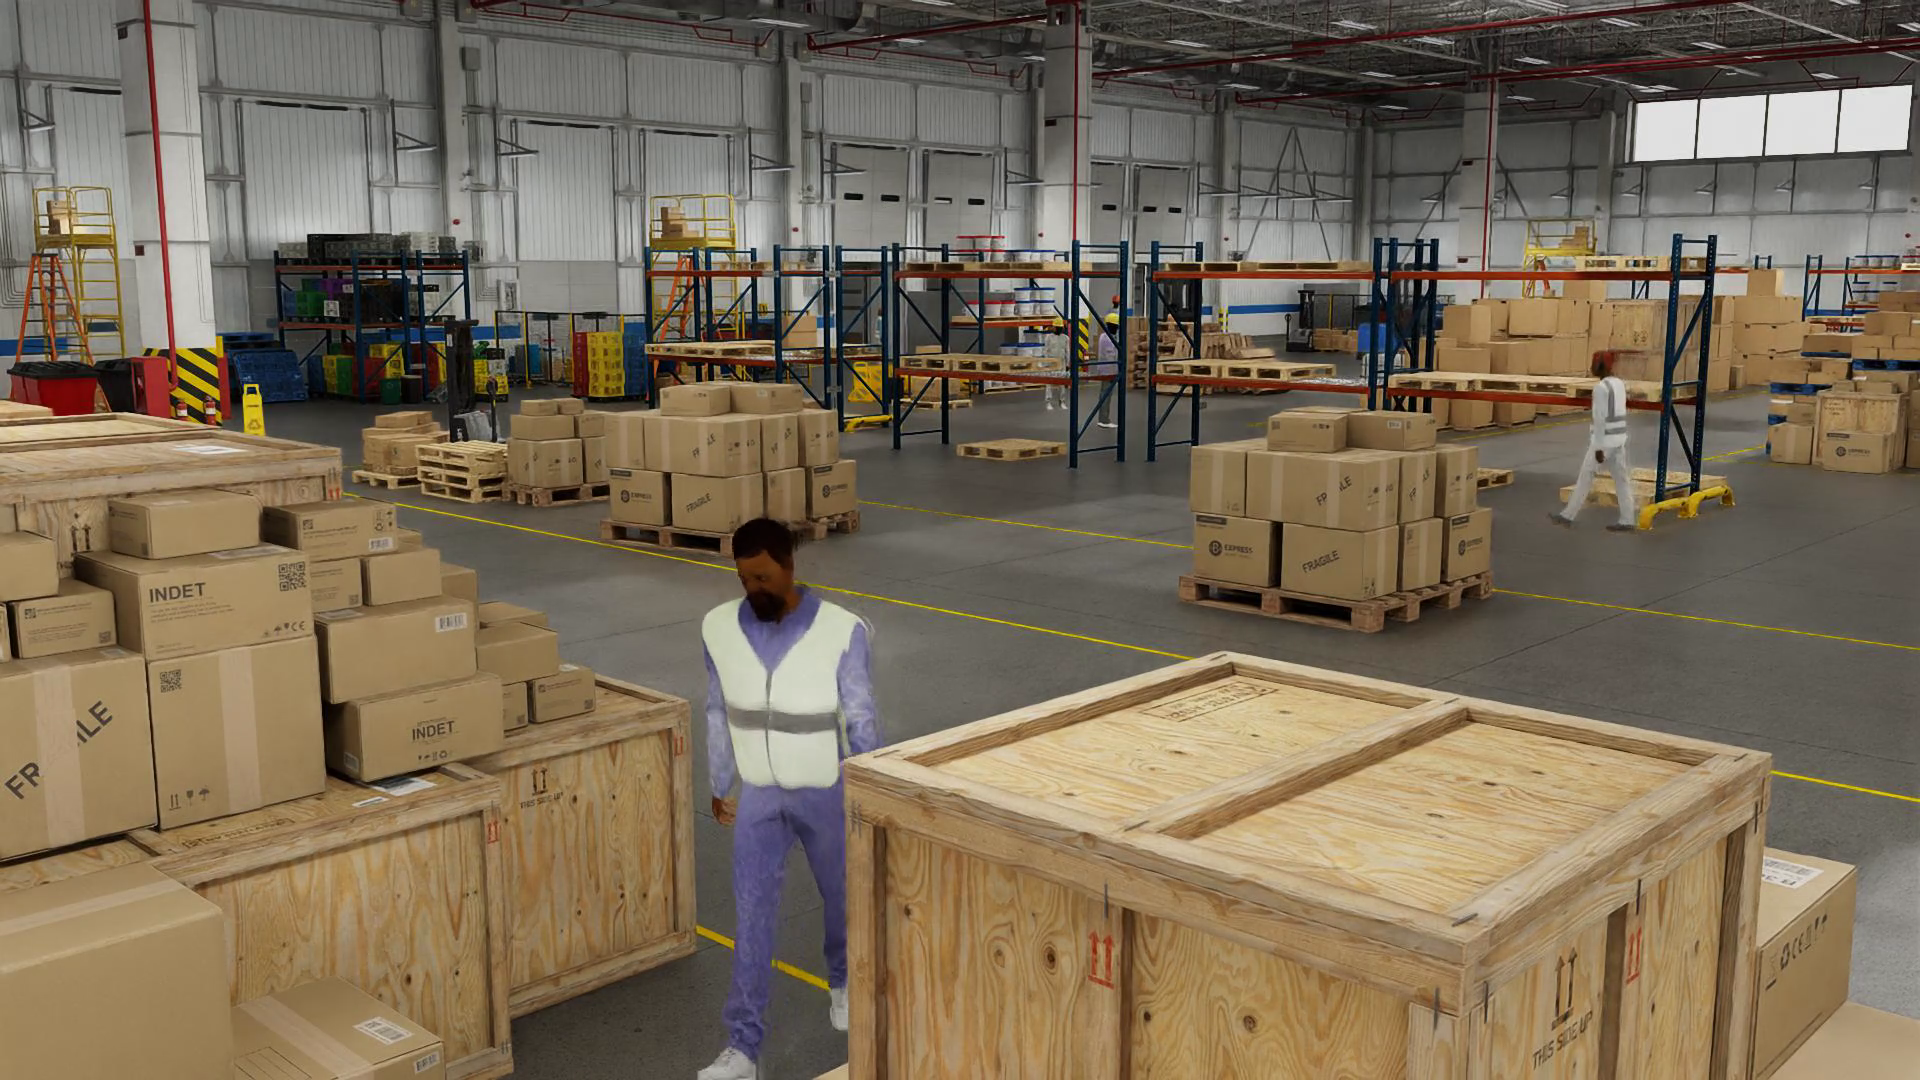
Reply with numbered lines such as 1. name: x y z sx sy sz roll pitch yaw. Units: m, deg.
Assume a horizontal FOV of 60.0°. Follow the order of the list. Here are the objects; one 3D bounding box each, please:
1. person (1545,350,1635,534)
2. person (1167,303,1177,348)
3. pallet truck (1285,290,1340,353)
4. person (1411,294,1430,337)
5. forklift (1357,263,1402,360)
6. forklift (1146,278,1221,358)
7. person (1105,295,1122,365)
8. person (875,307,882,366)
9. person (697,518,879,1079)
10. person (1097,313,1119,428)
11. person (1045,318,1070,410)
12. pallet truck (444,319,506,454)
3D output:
1. person: 6.454 -0.995 16.822 0.592 1.837 0.926 -8 12 -41
2. person: 5.930 -5.800 46.720 0.322 1.698 0.534 1 9 4
3. pallet truck: 11.297 -6.951 52.861 1.885 1.965 0.823 -5 11 -29
4. person: 13.452 -6.190 48.401 0.638 1.924 0.551 3 10 20
5. forklift: 12.273 -6.458 47.142 1.873 2.768 1.129 3 10 15
6. forklift: 6.364 -6.425 46.939 1.873 2.768 1.129 9 13 43
7. person: 4.265 -5.747 45.670 0.552 1.935 0.361 0 9 -1
8. person: -2.103 -5.368 44.282 0.314 1.633 0.516 0 9 2
9. person: -0.565 0.841 5.530 0.673 1.853 1.011 2 10 14
10. person: 2.503 -2.832 27.864 0.397 1.914 0.589 -1 9 -4
11. person: 1.839 -3.323 31.419 0.485 1.739 0.320 -2 9 -12
12. pallet truck: -6.981 -1.942 22.150 1.885 1.965 0.823 1 9 9
